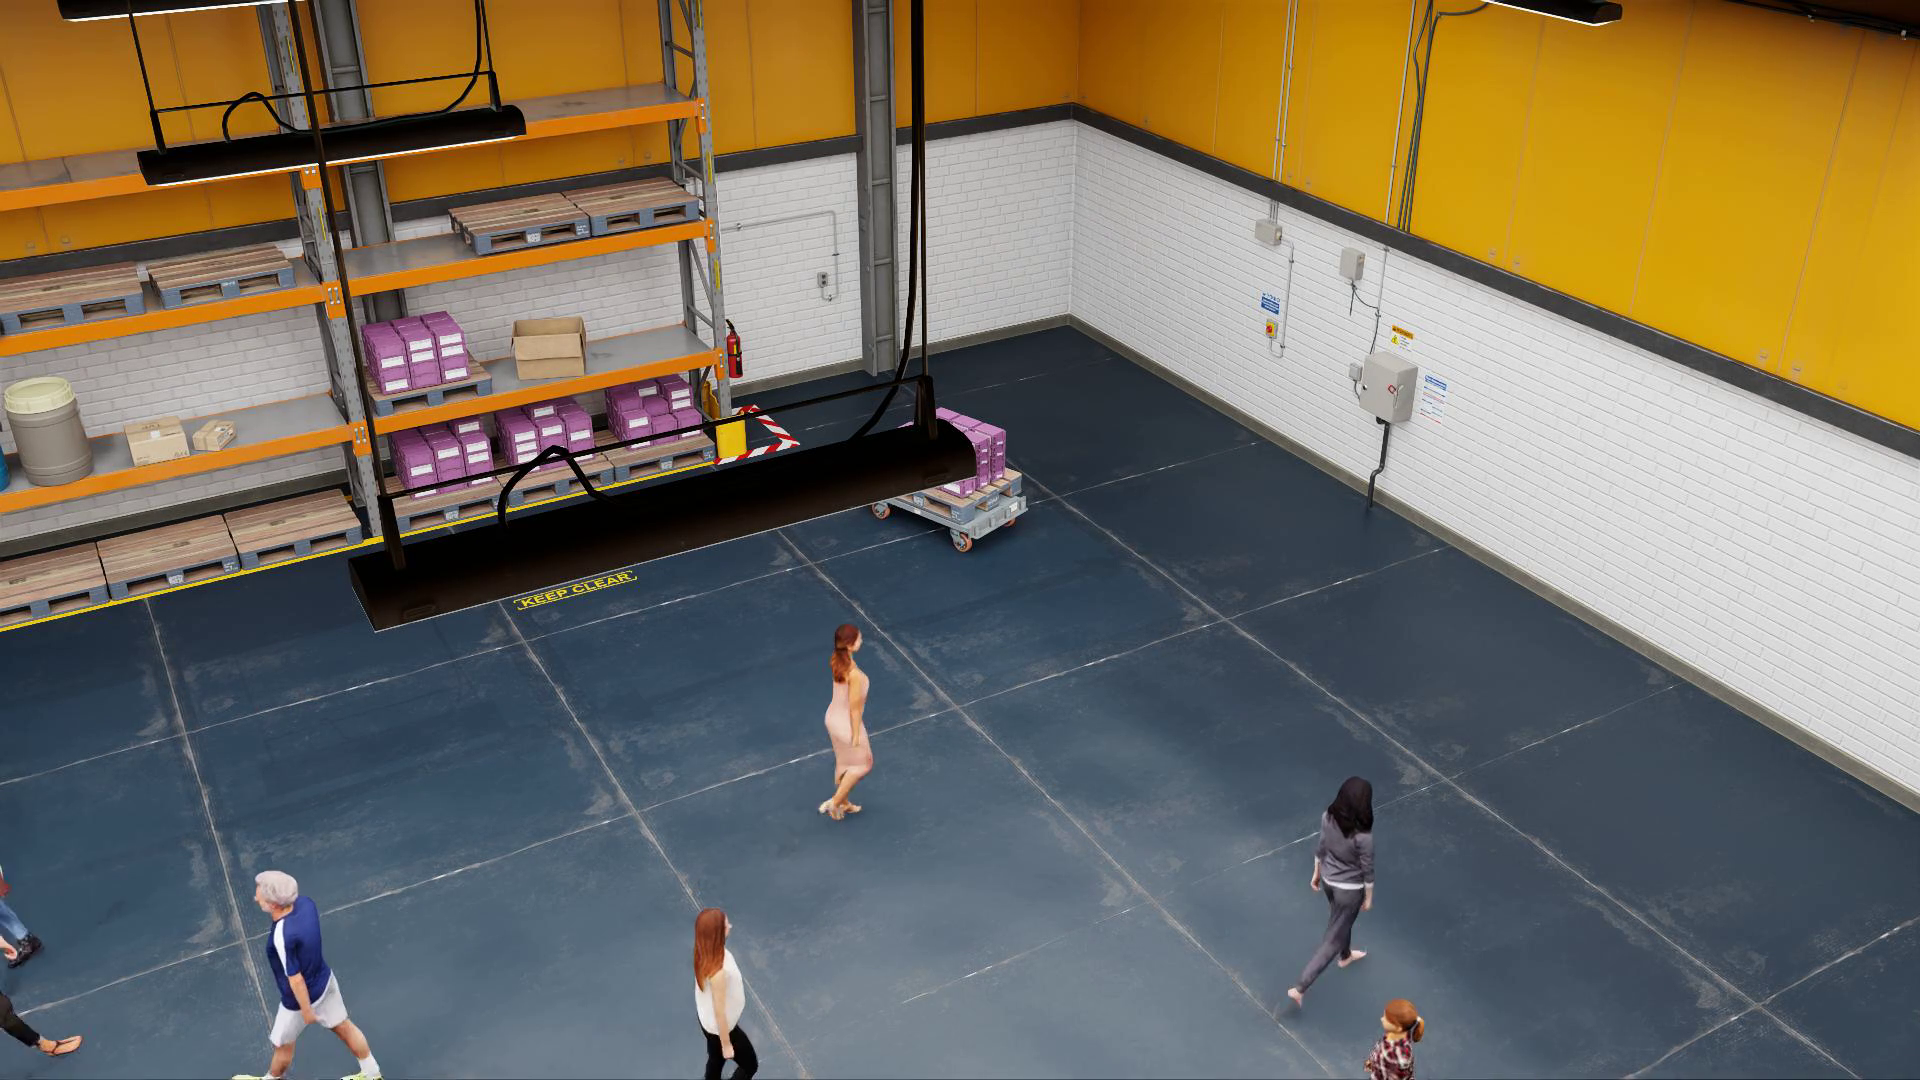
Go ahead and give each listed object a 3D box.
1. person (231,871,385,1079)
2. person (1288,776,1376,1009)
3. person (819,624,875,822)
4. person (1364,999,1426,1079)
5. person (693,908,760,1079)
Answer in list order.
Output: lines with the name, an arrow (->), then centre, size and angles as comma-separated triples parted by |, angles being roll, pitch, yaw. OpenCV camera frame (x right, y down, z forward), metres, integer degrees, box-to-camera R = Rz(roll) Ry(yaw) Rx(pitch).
person -> -4.021, 2.824, 10.450 | 1.247, 1.785, 1.024 | 0, 29, -1
person -> 2.530, 2.405, 11.280 | 1.162, 1.725, 0.716 | -21, 35, -33
person -> -0.961, 1.467, 12.901 | 0.705, 1.821, 0.642 | -19, 34, -31
person -> 2.685, 3.307, 10.080 | 0.781, 1.292, 0.717 | 6, 29, 11
person -> -1.553, 2.981, 10.234 | 0.590, 1.716, 0.635 | -10, 30, -18
